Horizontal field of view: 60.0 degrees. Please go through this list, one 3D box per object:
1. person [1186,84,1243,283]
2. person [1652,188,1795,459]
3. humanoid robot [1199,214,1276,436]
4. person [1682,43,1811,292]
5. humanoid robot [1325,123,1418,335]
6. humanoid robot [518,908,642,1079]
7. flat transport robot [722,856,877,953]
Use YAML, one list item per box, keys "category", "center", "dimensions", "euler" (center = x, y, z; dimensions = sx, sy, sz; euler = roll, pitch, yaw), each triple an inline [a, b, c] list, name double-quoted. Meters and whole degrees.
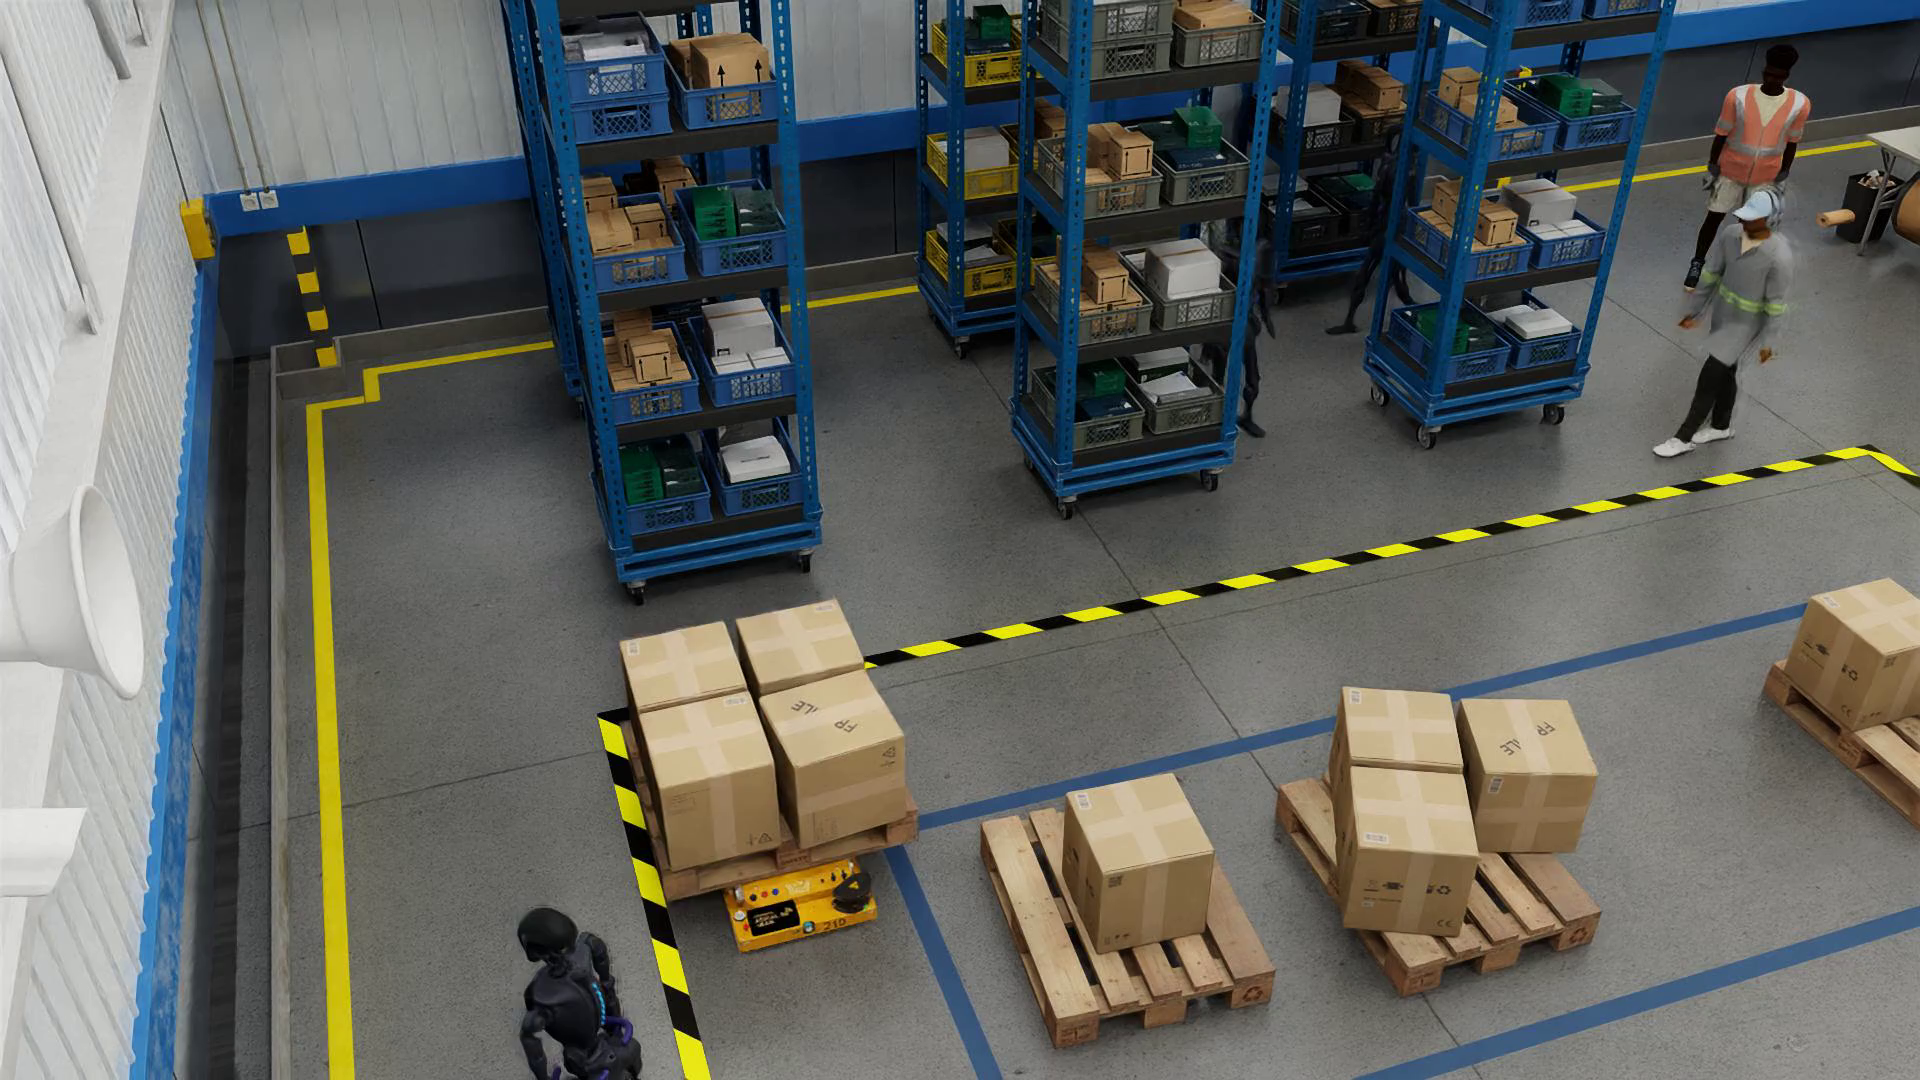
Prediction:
- category: "person"
  center: [1.853, -2.785, 12.557]
  dimensions: [0.352, 1.937, 0.634]
  euler: [25, 42, 31]
- category: "person"
  center: [4.846, -1.374, 10.647]
  dimensions: [0.791, 1.823, 0.621]
  euler: [-9, 36, -12]
- category: "humanoid robot"
  center: [1.796, -1.425, 10.874]
  dimensions: [0.593, 1.644, 0.567]
  euler: [-22, 41, -28]
- category: "person"
  center: [5.933, -2.775, 12.520]
  dimensions: [0.607, 1.962, 0.368]
  euler: [11, 37, 15]
- category: "humanoid robot"
  center: [3.131, -2.212, 12.026]
  dimensions: [0.791, 1.636, 0.608]
  euler: [-8, 36, -11]
- category: "humanoid robot"
  center: [-1.289, 1.984, 6.018]
  dimensions: [0.472, 1.640, 0.592]
  euler: [10, 36, 14]
- category: "flat transport robot"
  center: [-0.918, 1.351, 8.115]
  dimensions: [0.652, 0.197, 1.431]
  euler: [-11, 37, -15]
